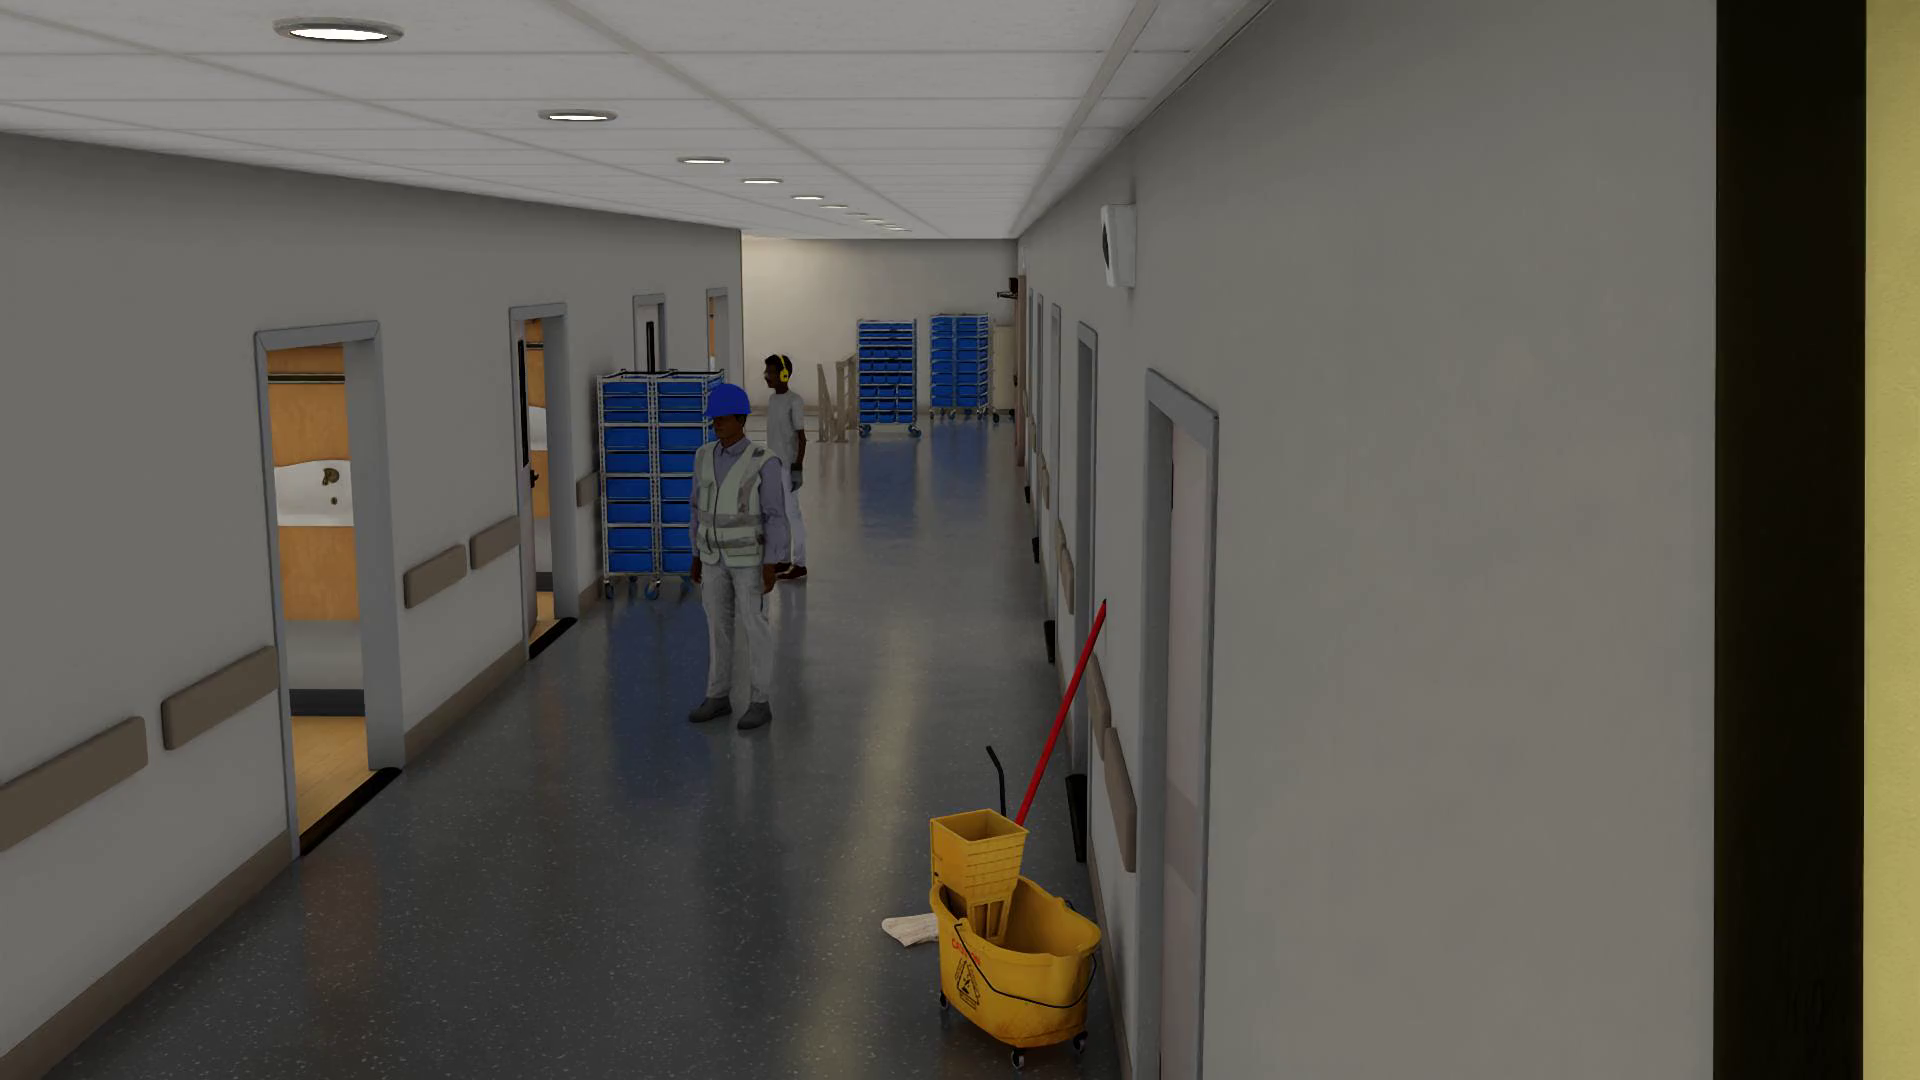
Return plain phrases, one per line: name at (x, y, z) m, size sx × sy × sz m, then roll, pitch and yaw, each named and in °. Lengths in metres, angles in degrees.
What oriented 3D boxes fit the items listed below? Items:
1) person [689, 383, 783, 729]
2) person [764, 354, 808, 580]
person at (-1.278, 0.089, 9.405) m, size 0.604 × 1.949 × 0.389 m, roll 5°, pitch 11°, yaw 28°
person at (-1.463, -0.603, 13.794) m, size 0.309 × 1.868 × 0.535 m, roll -7°, pitch 12°, yaw -34°
